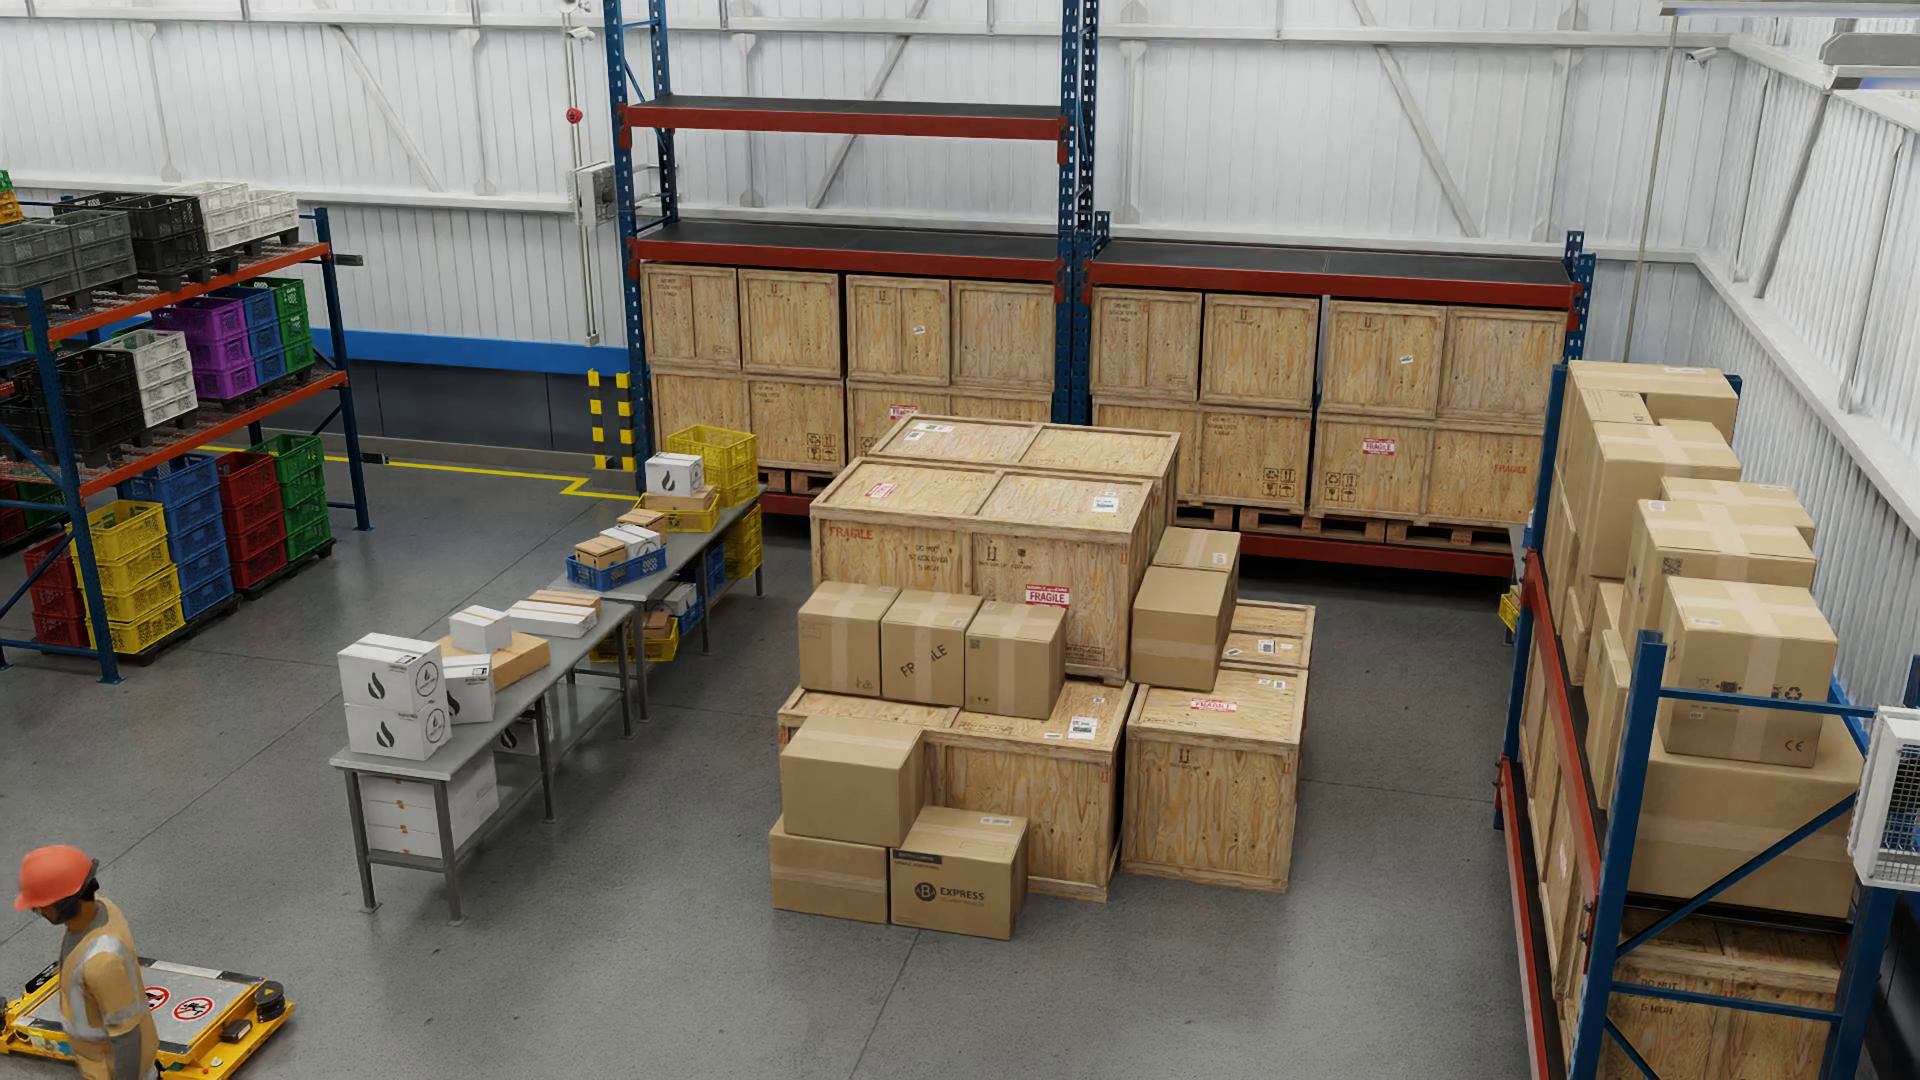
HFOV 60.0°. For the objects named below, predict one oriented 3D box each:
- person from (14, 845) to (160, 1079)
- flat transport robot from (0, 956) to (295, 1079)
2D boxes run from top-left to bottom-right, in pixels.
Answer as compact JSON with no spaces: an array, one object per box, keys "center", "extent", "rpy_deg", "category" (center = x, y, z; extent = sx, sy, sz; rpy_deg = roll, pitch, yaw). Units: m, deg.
[{"center":[-3.553,2.160,6.930],"extent":[0.403,2.030,0.608],"rpy_deg":[-13,24,-30],"category":"person"},{"center":[-4.270,2.464,8.601],"extent":[1.431,0.231,0.659],"rpy_deg":[5,22,13],"category":"flat transport robot"}]
